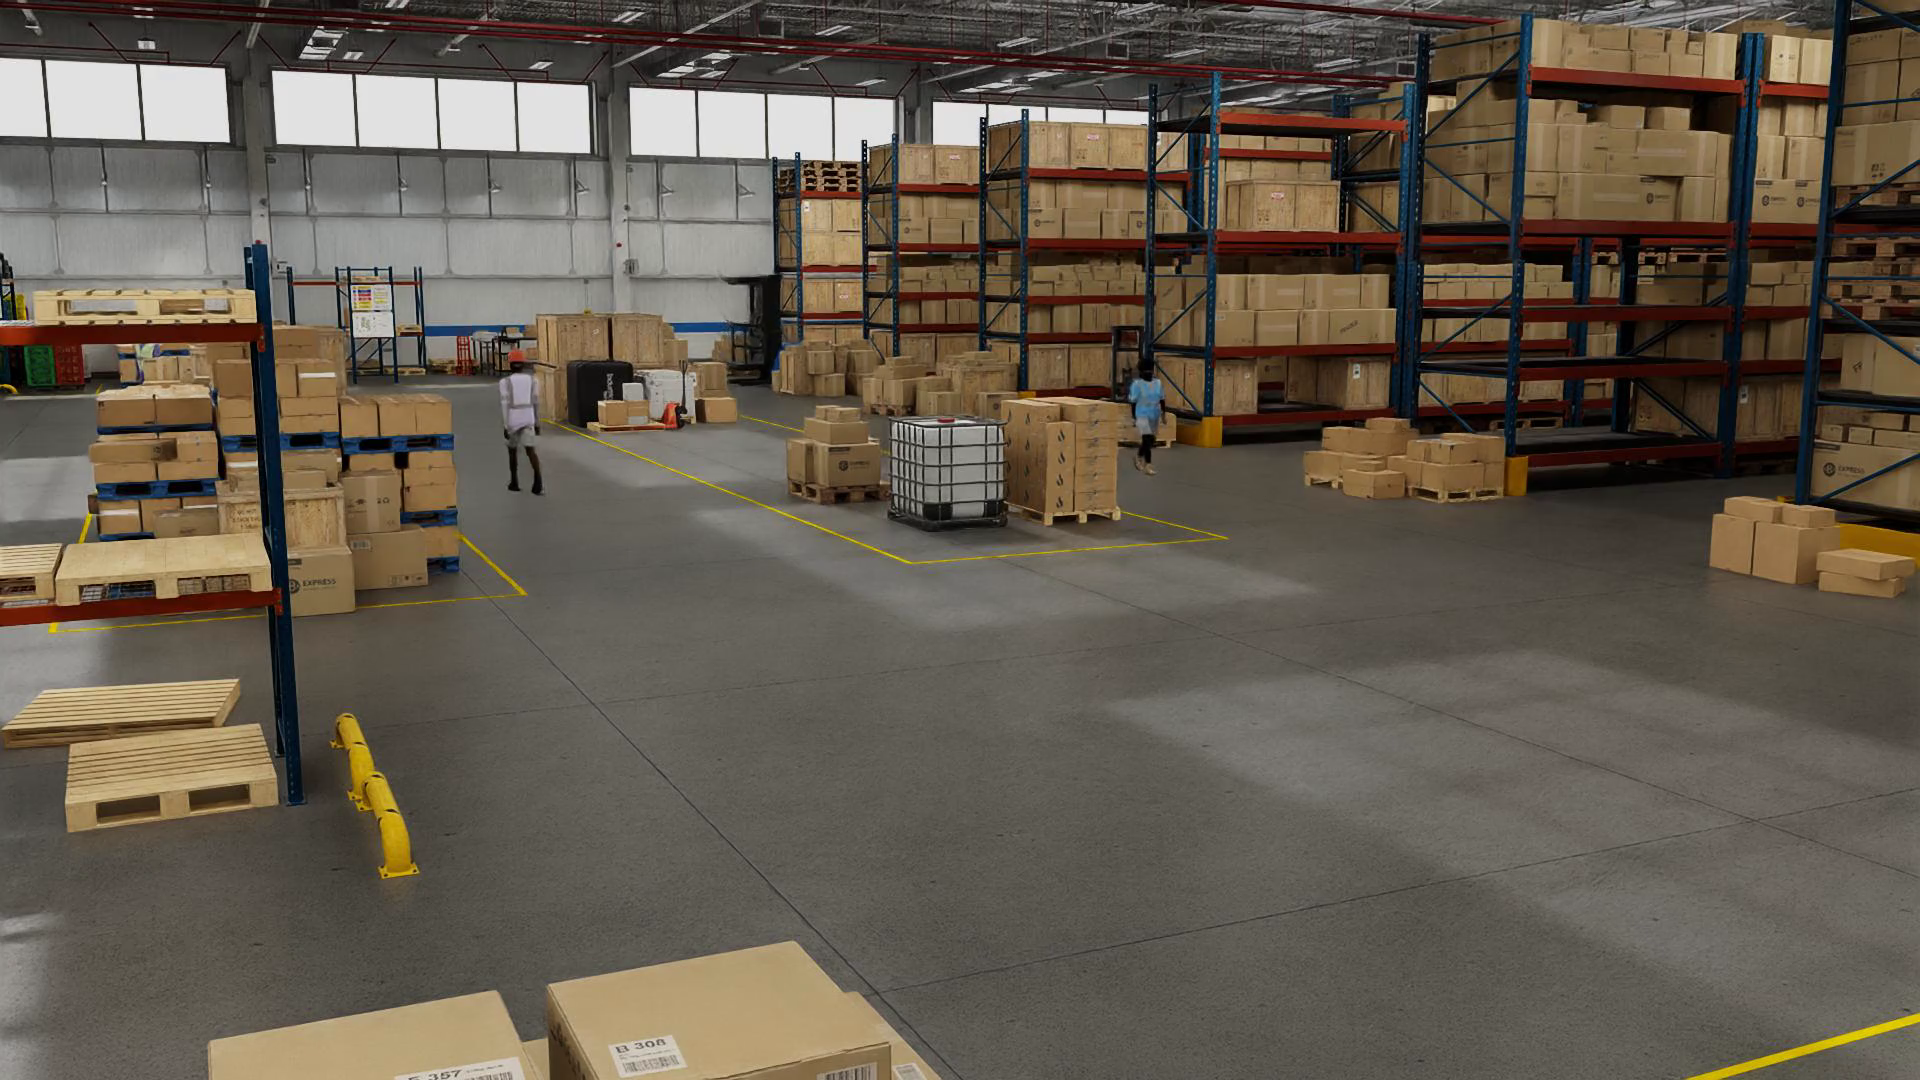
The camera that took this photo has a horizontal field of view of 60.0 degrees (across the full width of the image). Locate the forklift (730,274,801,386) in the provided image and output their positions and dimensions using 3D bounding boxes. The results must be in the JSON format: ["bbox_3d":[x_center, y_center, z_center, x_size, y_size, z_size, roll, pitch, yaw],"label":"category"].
[{"bbox_3d":[-4.800,-5.347,42.260,1.873,2.768,1.129,-4,10,-25],"label":"forklift"}]

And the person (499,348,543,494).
[{"bbox_3d":[-5.716,-1.549,21.745,0.553,1.908,0.882,-6,11,-35],"label":"person"}]

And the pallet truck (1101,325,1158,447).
[{"bbox_3d":[2.881,-2.596,27.923,0.823,1.965,1.885,-1,9,-7],"label":"pallet truck"}]

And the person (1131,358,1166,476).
[{"bbox_3d":[2.657,-1.781,23.879,0.537,1.675,0.740,-5,10,-27],"label":"person"}]

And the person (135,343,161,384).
[{"bbox_3d":[-15.593,-3.209,31.969,0.587,1.920,0.397,4,10,22],"label":"person"}]
